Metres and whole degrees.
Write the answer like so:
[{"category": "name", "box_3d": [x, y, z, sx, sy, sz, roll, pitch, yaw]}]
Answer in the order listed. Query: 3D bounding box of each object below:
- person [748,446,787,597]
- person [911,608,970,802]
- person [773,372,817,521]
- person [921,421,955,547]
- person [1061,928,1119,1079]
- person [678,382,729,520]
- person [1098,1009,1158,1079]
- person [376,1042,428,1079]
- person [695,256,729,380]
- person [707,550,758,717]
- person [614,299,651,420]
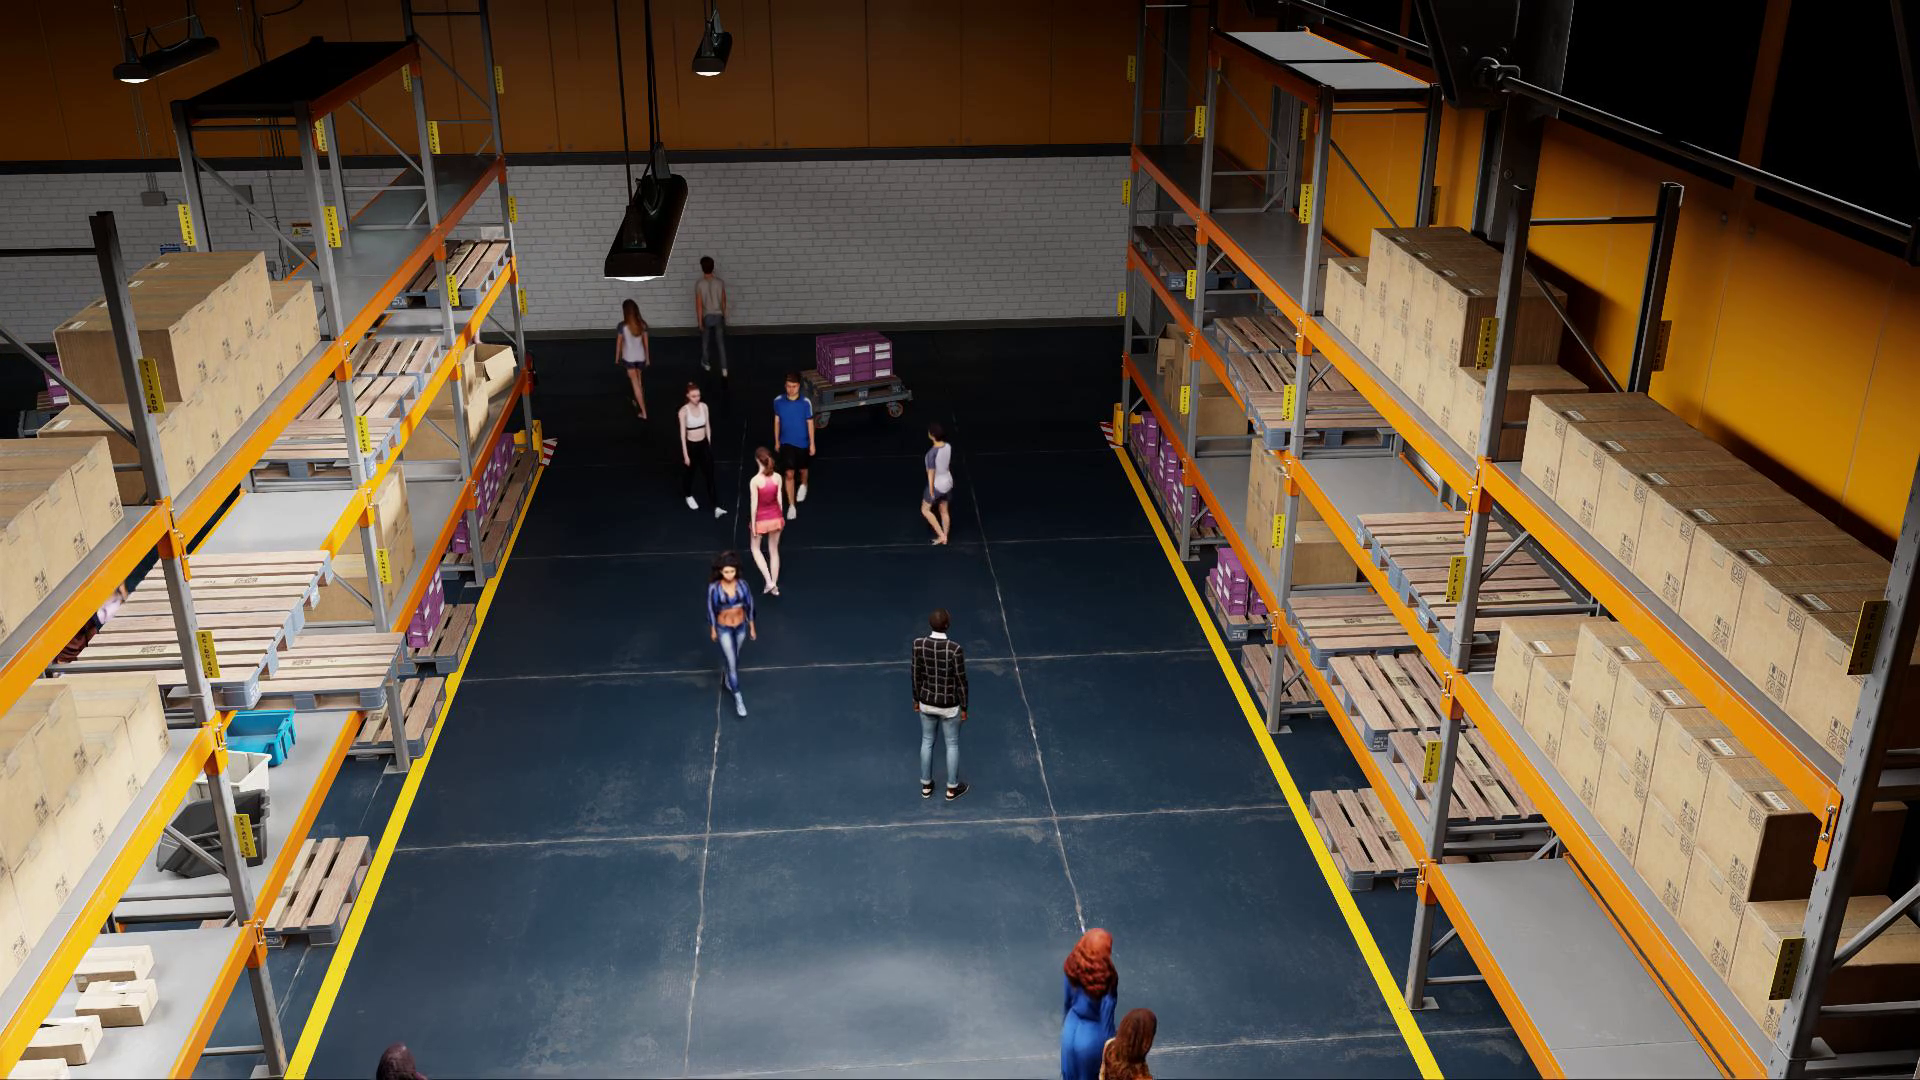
[{"category": "person", "box_3d": [-2.081, -0.168, 18.220, 0.697, 1.742, 0.796, -12, 26, -26]}, {"category": "person", "box_3d": [-0.180, 1.424, 14.480, 0.737, 1.821, 0.703, 7, 25, 17]}, {"category": "person", "box_3d": [-2.030, -1.228, 20.547, 0.720, 1.821, 1.226, 0, 24, 1]}, {"category": "person", "box_3d": [-0.187, -0.642, 19.539, 0.745, 1.553, 0.686, 18, 30, 36]}, {"category": "person", "box_3d": [0.721, 3.222, 10.378, 0.943, 1.812, 0.924, -19, 30, -36]}, {"category": "person", "box_3d": [-3.287, -1.111, 20.432, 1.033, 1.698, 1.282, -17, 29, -33]}, {"category": "person", "box_3d": [0.862, 3.522, 9.693, 0.981, 1.811, 1.022, -18, 30, -36]}, {"category": "person", "box_3d": [-3.179, 3.653, 9.650, 0.625, 1.605, 0.585, 0, 24, 0]}, {"category": "person", "box_3d": [-3.738, -3.345, 25.345, 0.874, 1.856, 1.286, -8, 25, -18]}, {"category": "person", "box_3d": [-2.222, 0.849, 16.093, 0.840, 1.583, 1.106, -9, 25, -21]}, {"category": "person", "box_3d": [-4.610, -2.542, 23.713, 0.922, 1.692, 1.093, -16, 28, -33]}]
